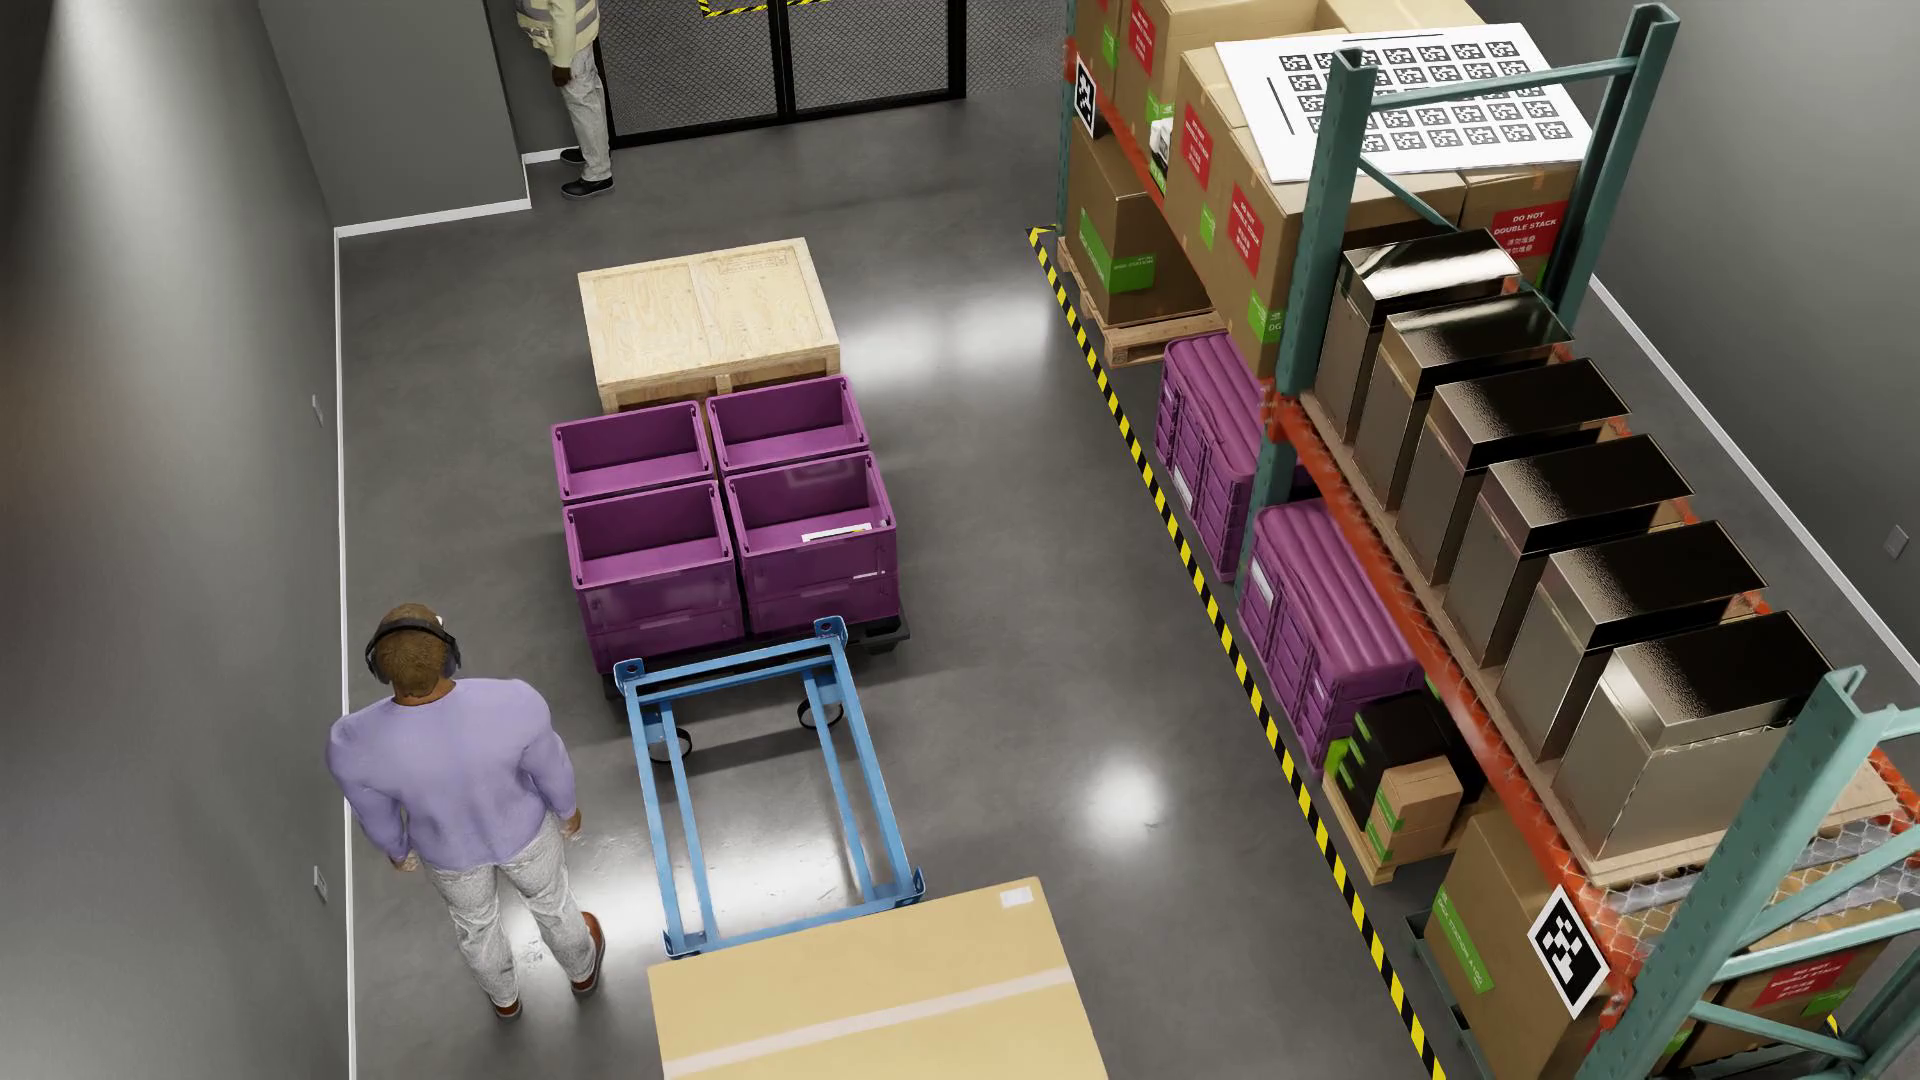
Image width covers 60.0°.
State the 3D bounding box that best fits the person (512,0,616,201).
[{"bbox_3d":[-1.997,-2.558,8.306,0.404,1.835,0.587,-5,48,-4],"label":"person"}]

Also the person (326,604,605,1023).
[{"bbox_3d":[-1.468,0.874,5.085,0.627,1.938,0.371,-12,49,-11],"label":"person"}]
